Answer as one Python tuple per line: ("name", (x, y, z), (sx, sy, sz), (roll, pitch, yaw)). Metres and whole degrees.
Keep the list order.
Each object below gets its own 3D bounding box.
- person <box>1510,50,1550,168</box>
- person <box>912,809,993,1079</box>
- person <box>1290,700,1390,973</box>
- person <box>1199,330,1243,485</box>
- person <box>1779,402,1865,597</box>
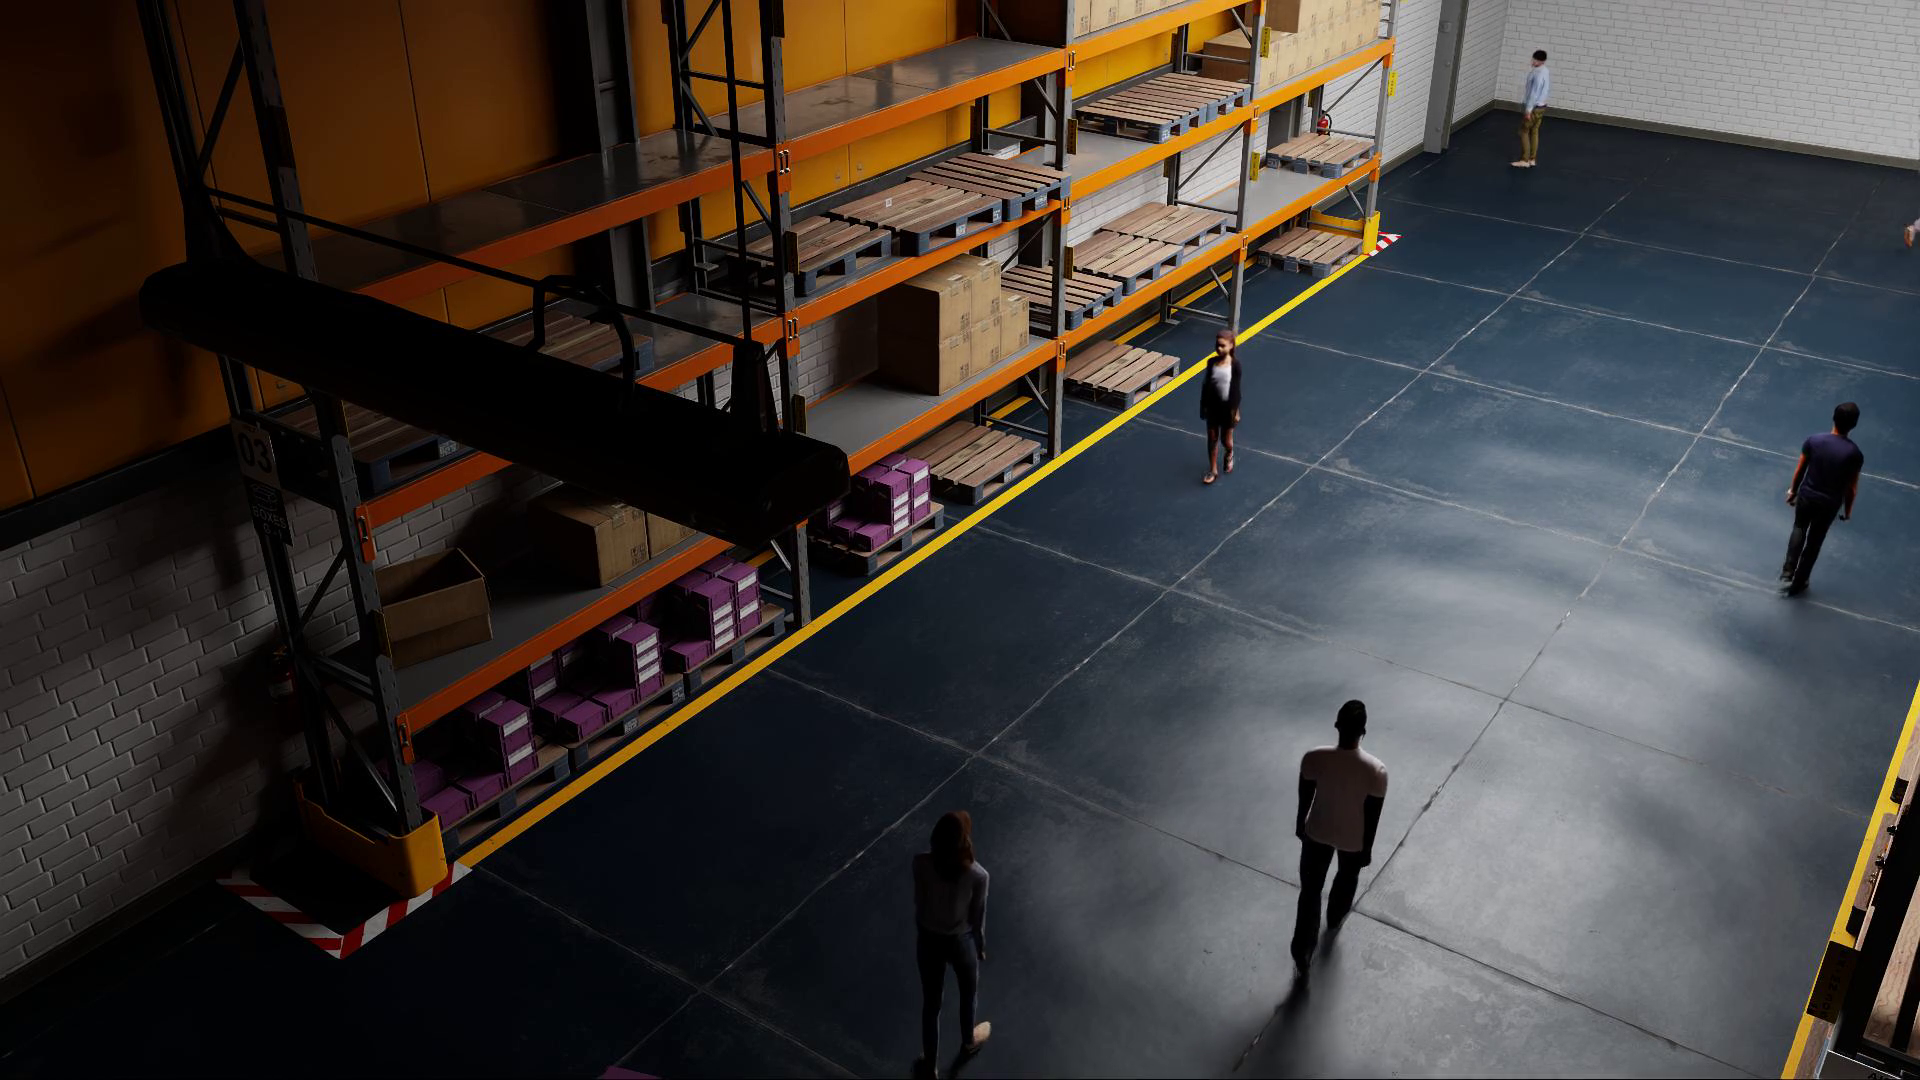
("person", (8.901, -6.707, 25.813), (0.501, 1.800, 0.768), (-25, 37, -38))
("person", (-0.083, 2.298, 9.320), (0.730, 1.785, 0.833), (4, 29, 8))
("person", (2.275, 1.826, 10.133), (0.886, 1.835, 1.216), (9, 30, 16))
("person", (2.573, -1.327, 16.212), (0.599, 1.550, 0.718), (14, 32, 24))
("person", (7.255, -0.309, 14.106), (0.685, 1.778, 0.649), (23, 36, 35))
